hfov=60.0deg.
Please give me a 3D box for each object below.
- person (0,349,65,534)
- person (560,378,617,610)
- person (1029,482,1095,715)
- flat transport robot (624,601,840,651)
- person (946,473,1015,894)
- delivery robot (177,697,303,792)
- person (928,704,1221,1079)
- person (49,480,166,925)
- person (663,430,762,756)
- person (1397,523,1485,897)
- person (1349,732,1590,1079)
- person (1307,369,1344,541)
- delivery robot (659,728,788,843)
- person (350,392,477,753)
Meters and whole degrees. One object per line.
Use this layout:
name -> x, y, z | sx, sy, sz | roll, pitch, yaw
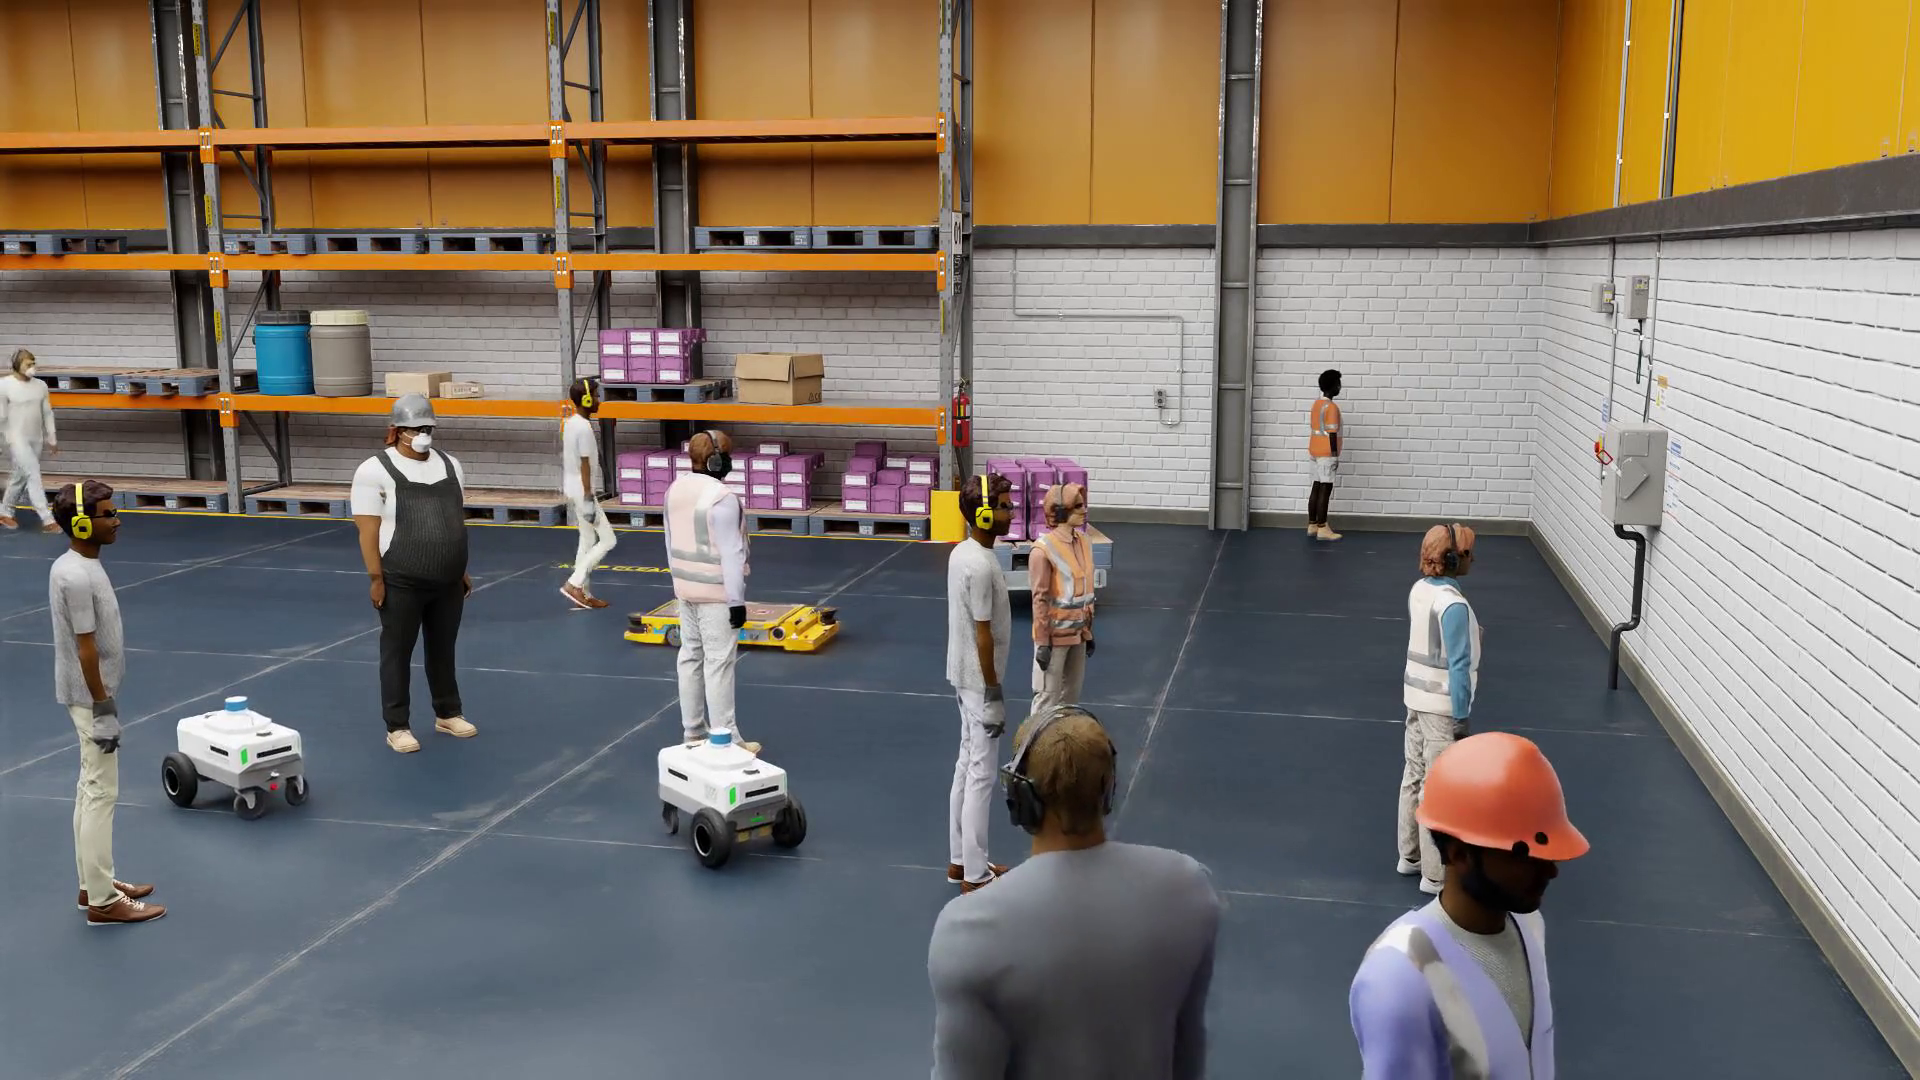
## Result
person -> -9.559, -1.007, 16.972 | 1.035, 1.885, 0.630 | 3, 10, 16
person -> -2.922, -0.349, 13.130 | 0.388, 1.852, 0.548 | -5, 11, -25
person -> 0.531, 0.516, 8.618 | 0.306, 1.645, 0.522 | 6, 12, 34
flat transport robot -> -1.657, 0.608, 12.137 | 1.431, 0.197, 0.652 | 2, 10, 12
person -> 0.110, 0.636, 7.244 | 0.329, 1.872, 0.508 | -2, 10, -12
delivery robot -> -3.664, 1.041, 8.455 | 0.707, 0.478, 0.477 | 8, 12, 38
person -> 0.219, 1.270, 3.328 | 0.641, 1.927, 0.433 | -4, 10, -22
person -> -3.616, 0.677, 6.999 | 0.328, 1.873, 0.518 | -6, 11, -32
person -> -1.387, 0.304, 9.296 | 0.430, 1.845, 0.624 | -8, 13, -40
person -> 2.105, 0.741, 7.307 | 0.308, 1.640, 0.510 | -1, 10, -6
person -> 0.949, 1.298, 3.126 | 0.362, 1.936, 0.546 | 9, 13, 42
person -> 3.645, -0.849, 16.546 | 0.316, 1.695, 0.542 | -1, 10, -7
delivery robot -> -1.131, 1.137, 7.887 | 0.477, 0.478, 0.707 | -8, 12, -39
person -> -3.056, 0.170, 9.499 | 0.538, 2.000, 0.684 | 8, 12, 38
